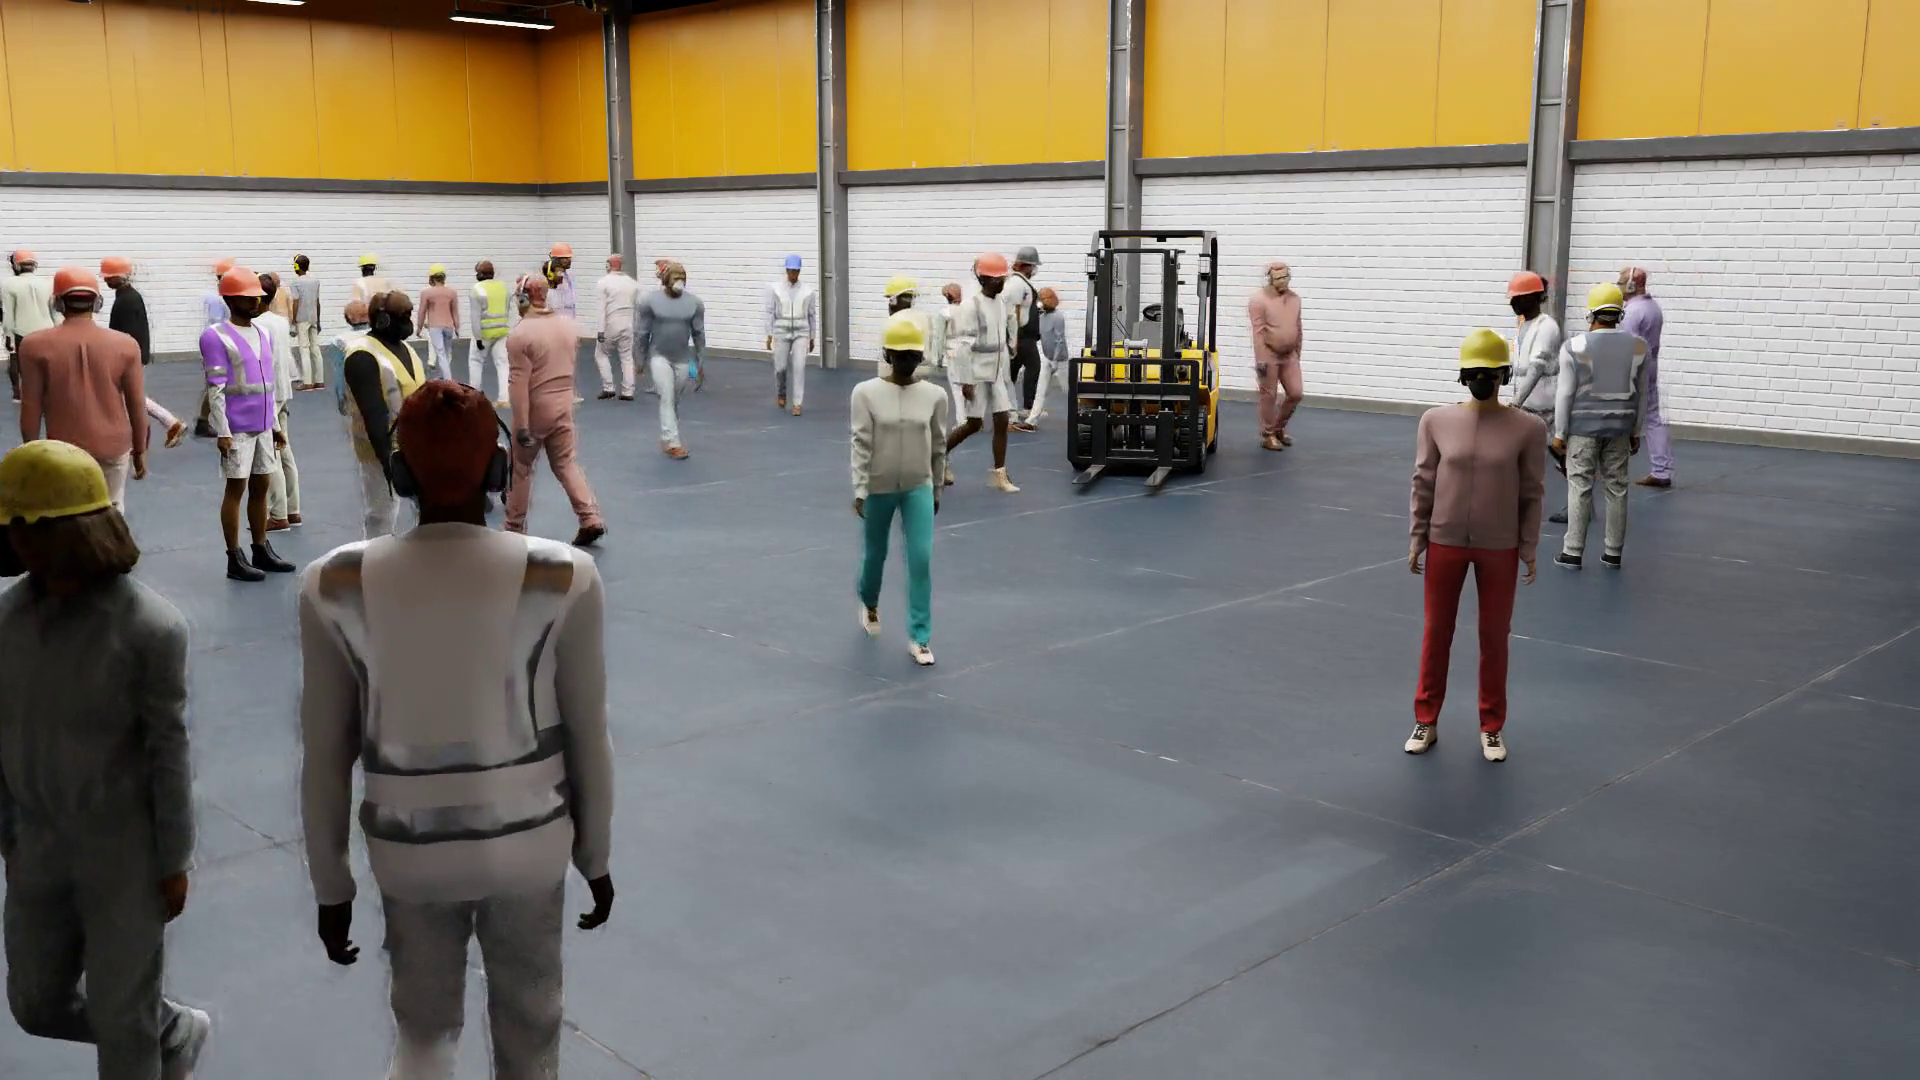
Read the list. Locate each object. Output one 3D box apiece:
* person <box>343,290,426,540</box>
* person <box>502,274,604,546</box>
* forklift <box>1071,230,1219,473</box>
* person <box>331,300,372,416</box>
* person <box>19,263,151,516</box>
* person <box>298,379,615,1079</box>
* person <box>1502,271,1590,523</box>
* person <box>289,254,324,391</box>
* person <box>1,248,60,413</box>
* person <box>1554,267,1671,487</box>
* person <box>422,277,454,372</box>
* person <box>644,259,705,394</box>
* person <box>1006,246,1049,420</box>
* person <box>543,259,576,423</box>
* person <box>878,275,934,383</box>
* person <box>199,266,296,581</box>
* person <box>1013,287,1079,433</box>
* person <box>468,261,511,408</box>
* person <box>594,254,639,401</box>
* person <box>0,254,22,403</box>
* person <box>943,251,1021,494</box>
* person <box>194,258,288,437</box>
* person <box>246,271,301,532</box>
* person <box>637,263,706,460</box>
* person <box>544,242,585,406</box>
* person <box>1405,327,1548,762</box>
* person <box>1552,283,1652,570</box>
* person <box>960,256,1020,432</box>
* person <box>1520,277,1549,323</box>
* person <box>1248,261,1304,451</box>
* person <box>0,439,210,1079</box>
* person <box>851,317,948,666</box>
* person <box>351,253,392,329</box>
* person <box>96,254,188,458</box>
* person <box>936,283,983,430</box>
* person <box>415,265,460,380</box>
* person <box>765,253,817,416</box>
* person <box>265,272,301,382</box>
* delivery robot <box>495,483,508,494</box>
[{"bbox_3d":[-3.089,-0.481,9.366,0.654,1.823,0.637,2,11,12],"label":"person"},{"bbox_3d":[-2.852,-0.873,11.356,0.830,1.878,0.645,7,12,32],"label":"person"},{"bbox_3d":[1.804,-1.825,15.677,1.214,2.155,2.313,2,11,13],"label":"forklift"},{"bbox_3d":[-4.934,-1.196,13.880,0.563,1.601,0.760,-2,11,-12],"label":"person"},{"bbox_3d":[-4.762,-0.513,9.100,0.640,1.981,0.568,-8,13,-35],"label":"person"},{"bbox_3d":[-0.954,0.633,3.184,0.568,1.870,0.511,-1,10,-4],"label":"person"},{"bbox_3d":[4.226,-1.040,12.298,1.053,1.870,0.551,-2,11,-9],"label":"person"},{"bbox_3d":[-9.025,-2.993,22.929,0.328,1.872,0.512,5,11,24],"label":"person"},{"bbox_3d":[-11.033,-2.472,19.797,0.551,1.995,0.629,9,14,41],"label":"person"},{"bbox_3d":[5.687,-1.393,14.233,0.658,1.854,0.982,-10,14,-44],"label":"person"},{"bbox_3d":[-8.133,-3.403,25.925,0.507,1.590,0.829,-1,10,-5],"label":"person"},{"bbox_3d":[-3.852,-2.856,22.352,0.775,1.818,0.596,-1,10,-6],"label":"person"},{"bbox_3d":[0.771,-2.409,19.282,0.757,2.000,0.815,1,10,4],"label":"person"},{"bbox_3d":[-4.673,-2.245,18.881,0.511,1.862,0.503,1,10,7],"label":"person"},{"bbox_3d":[-0.440,-1.242,13.535,0.497,1.812,0.655,8,13,36],"label":"person"},{"bbox_3d":[-4.424,-0.723,10.363,0.361,1.939,0.543,3,11,17],"label":"person"},{"bbox_3d":[1.006,-1.934,17.950,0.821,1.577,0.511,-6,12,-30],"label":"person"},{"bbox_3d":[-5.893,-2.539,20.622,0.832,1.811,0.632,9,13,39],"label":"person"},{"bbox_3d":[-4.483,-2.742,21.513,0.633,1.884,0.684,9,14,42],"label":"person"},{"bbox_3d":[-12.063,-2.745,21.451,0.613,1.908,1.009,-2,11,-11],"label":"person"},{"bbox_3d":[0.112,-1.391,13.837,0.825,2.021,0.625,8,13,37],"label":"person"},{"bbox_3d":[-7.682,-2.008,17.526,0.978,1.891,0.554,-2,11,-11],"label":"person"},{"bbox_3d":[-5.007,-0.993,12.014,0.328,1.876,0.513,0,10,2],"label":"person"},{"bbox_3d":[-2.789,-1.735,16.099,0.644,1.874,0.966,-5,11,-25],"label":"person"},{"bbox_3d":[-4.966,-2.705,20.889,0.376,2.044,0.607,2,11,9],"label":"person"},{"bbox_3d":[2.090,0.023,6.768,0.523,1.769,0.317,4,11,20],"label":"person"},{"bbox_3d":[4.072,-0.717,10.619,0.587,1.833,0.404,0,10,-2],"label":"person"},{"bbox_3d":[0.323,-2.129,18.127,0.667,1.915,0.429,0,10,-3],"label":"person"},{"bbox_3d":[6.044,-1.928,17.615,0.318,1.693,0.533,4,11,20],"label":"person"},{"bbox_3d":[3.147,-1.808,16.463,0.654,1.880,0.449,-5,11,-24],"label":"person"},{"bbox_3d":[-1.825,0.627,3.579,0.486,1.725,0.560,2,11,11],"label":"person"},{"bbox_3d":[-0.323,-0.288,8.564,0.519,1.730,0.882,-2,11,-12],"label":"person"},{"bbox_3d":[-7.845,-2.847,22.090,0.909,1.882,0.654,8,13,39],"label":"person"},{"bbox_3d":[-7.876,-1.749,15.917,0.633,1.961,0.636,-3,11,-18],"label":"person"},{"bbox_3d":[-0.012,-1.990,18.152,0.524,1.610,0.375,-6,12,-32],"label":"person"},{"bbox_3d":[-7.183,-2.910,22.868,0.541,1.719,0.889,-9,14,-40],"label":"person"},{"bbox_3d":[-2.016,-2.462,19.881,0.625,1.930,0.690,-2,11,-10],"label":"person"},{"bbox_3d":[-9.972,-3.087,24.207,0.874,1.587,0.536,3,11,16],"label":"person"},{"bbox_3d":[-3.849,-0.567,13.036,0.707,0.478,0.477,5,12,28],"label":"delivery robot"}]
